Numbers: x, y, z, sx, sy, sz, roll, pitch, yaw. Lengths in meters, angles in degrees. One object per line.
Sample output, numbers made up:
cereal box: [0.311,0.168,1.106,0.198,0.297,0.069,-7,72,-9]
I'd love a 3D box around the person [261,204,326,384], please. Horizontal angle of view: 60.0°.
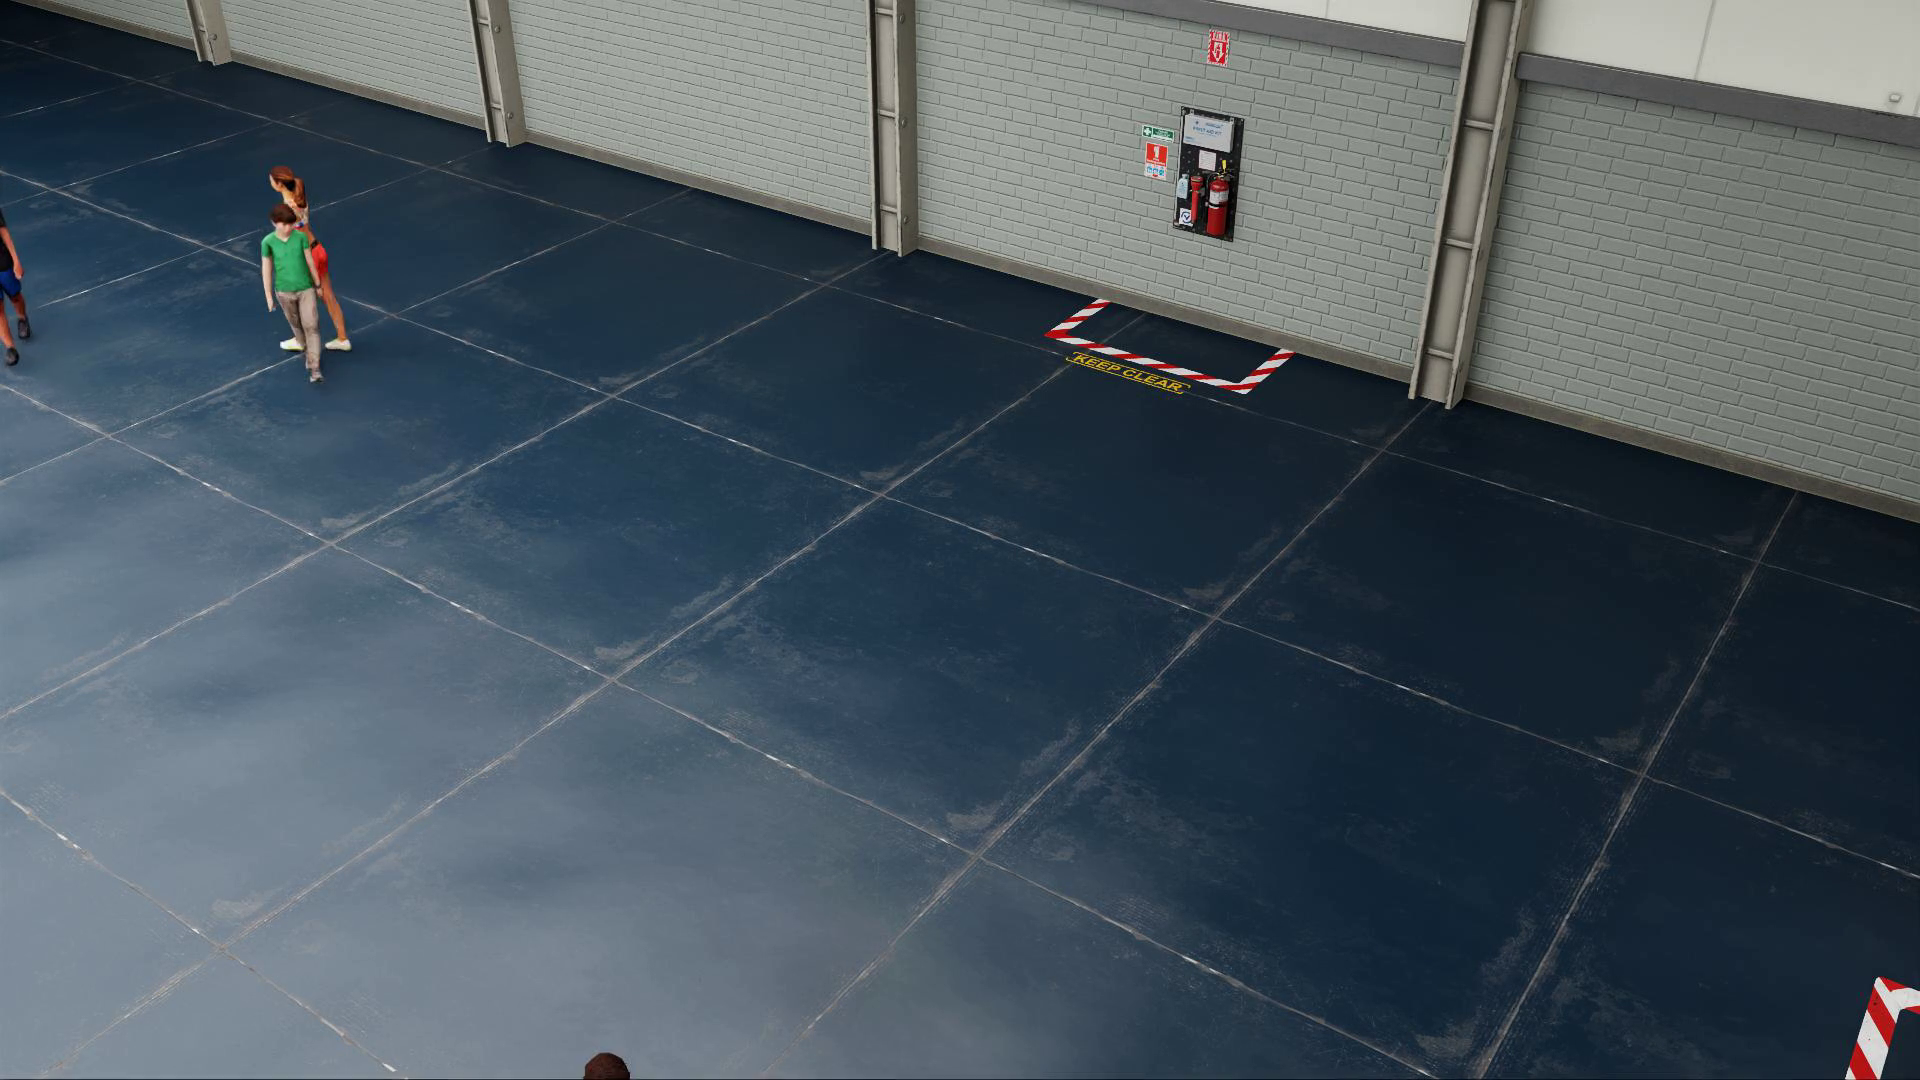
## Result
person: [-5.922,-2.242,14.801,1.009,1.612,1.152,-10,34,-16]

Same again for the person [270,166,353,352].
person: [-5.834,-2.523,15.100,0.960,1.767,0.797,7,33,11]

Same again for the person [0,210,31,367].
person: [-8.791,-2.543,15.141,1.061,1.758,1.246,-11,34,-17]
